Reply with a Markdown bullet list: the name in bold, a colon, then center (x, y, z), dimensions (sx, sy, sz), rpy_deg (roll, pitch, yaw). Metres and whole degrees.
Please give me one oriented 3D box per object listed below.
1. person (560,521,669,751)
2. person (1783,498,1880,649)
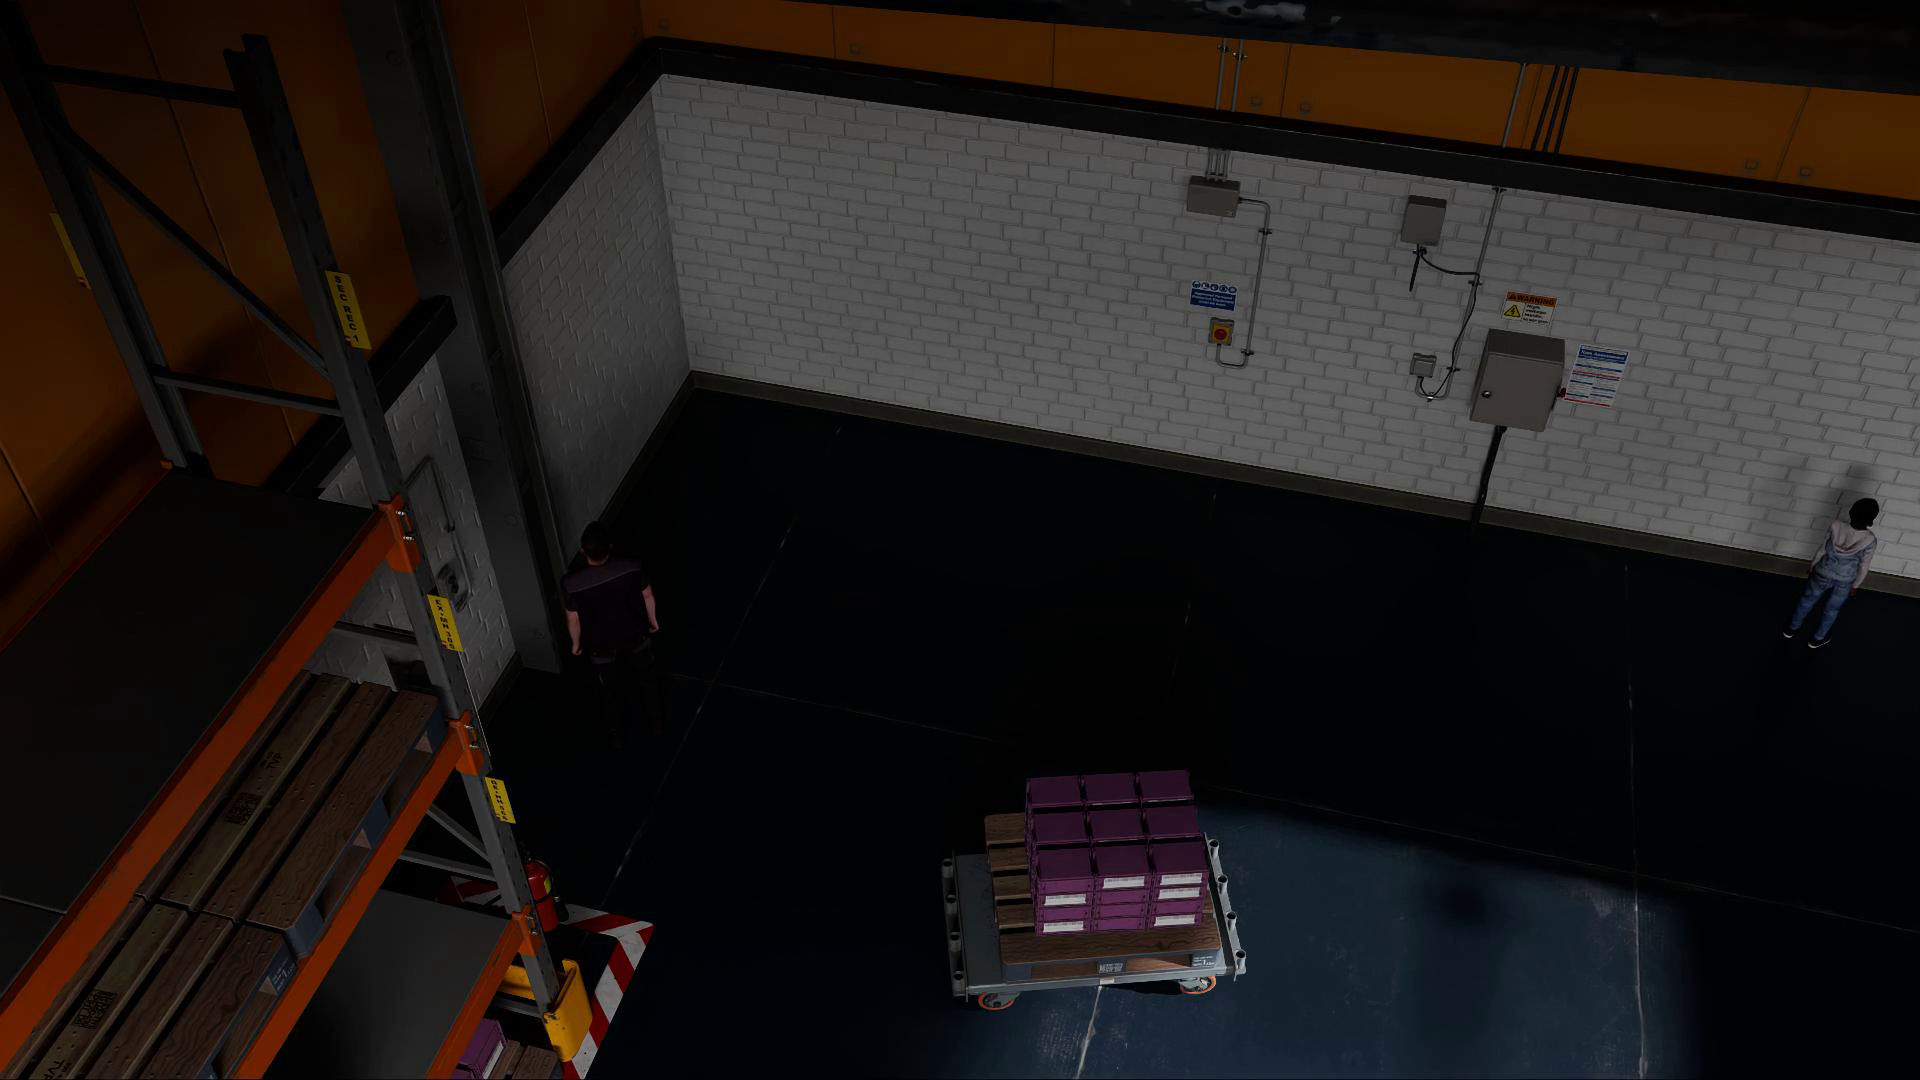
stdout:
- **person**: center (-2.134, 0.590, 10.312), dimensions (0.800, 1.846, 0.829), rpy_deg (-17, 46, -17)
- **person**: center (5.857, 0.209, 11.137), dimensions (0.557, 1.260, 0.588), rpy_deg (31, 51, 28)
